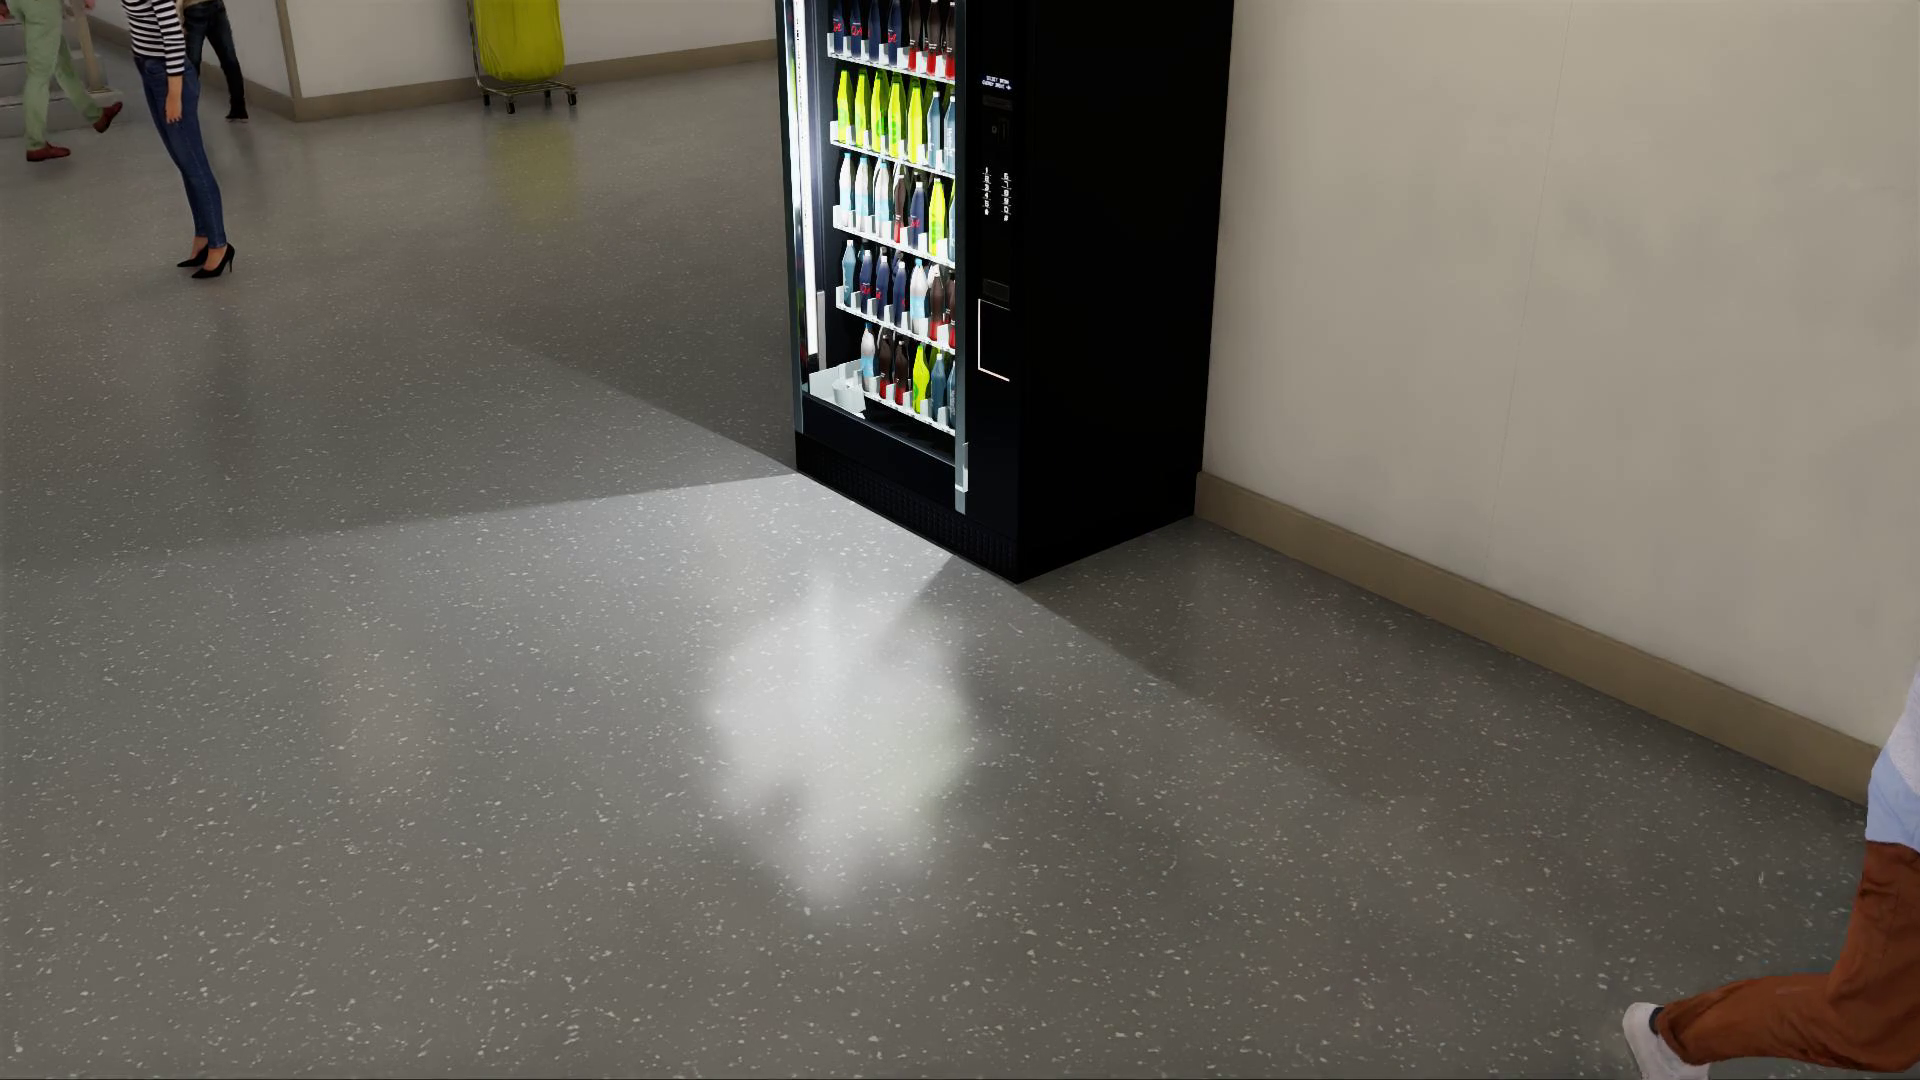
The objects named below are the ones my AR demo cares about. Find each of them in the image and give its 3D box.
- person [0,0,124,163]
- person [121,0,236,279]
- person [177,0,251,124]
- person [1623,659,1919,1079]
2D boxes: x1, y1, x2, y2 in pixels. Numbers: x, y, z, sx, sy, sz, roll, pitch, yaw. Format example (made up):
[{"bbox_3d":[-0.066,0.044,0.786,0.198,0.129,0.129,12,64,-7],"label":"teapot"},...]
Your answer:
[{"bbox_3d":[-5.698,-3.228,10.147,1.244,1.830,1.133,8,27,16],"label":"person"},{"bbox_3d":[-3.776,-2.151,7.956,0.654,1.794,0.461,-16,30,-30],"label":"person"},{"bbox_3d":[-5.025,-3.493,11.160,1.035,1.428,0.670,20,32,35],"label":"person"},{"bbox_3d":[1.575,0.406,2.641,0.776,1.804,1.104,-16,30,-30],"label":"person"}]
